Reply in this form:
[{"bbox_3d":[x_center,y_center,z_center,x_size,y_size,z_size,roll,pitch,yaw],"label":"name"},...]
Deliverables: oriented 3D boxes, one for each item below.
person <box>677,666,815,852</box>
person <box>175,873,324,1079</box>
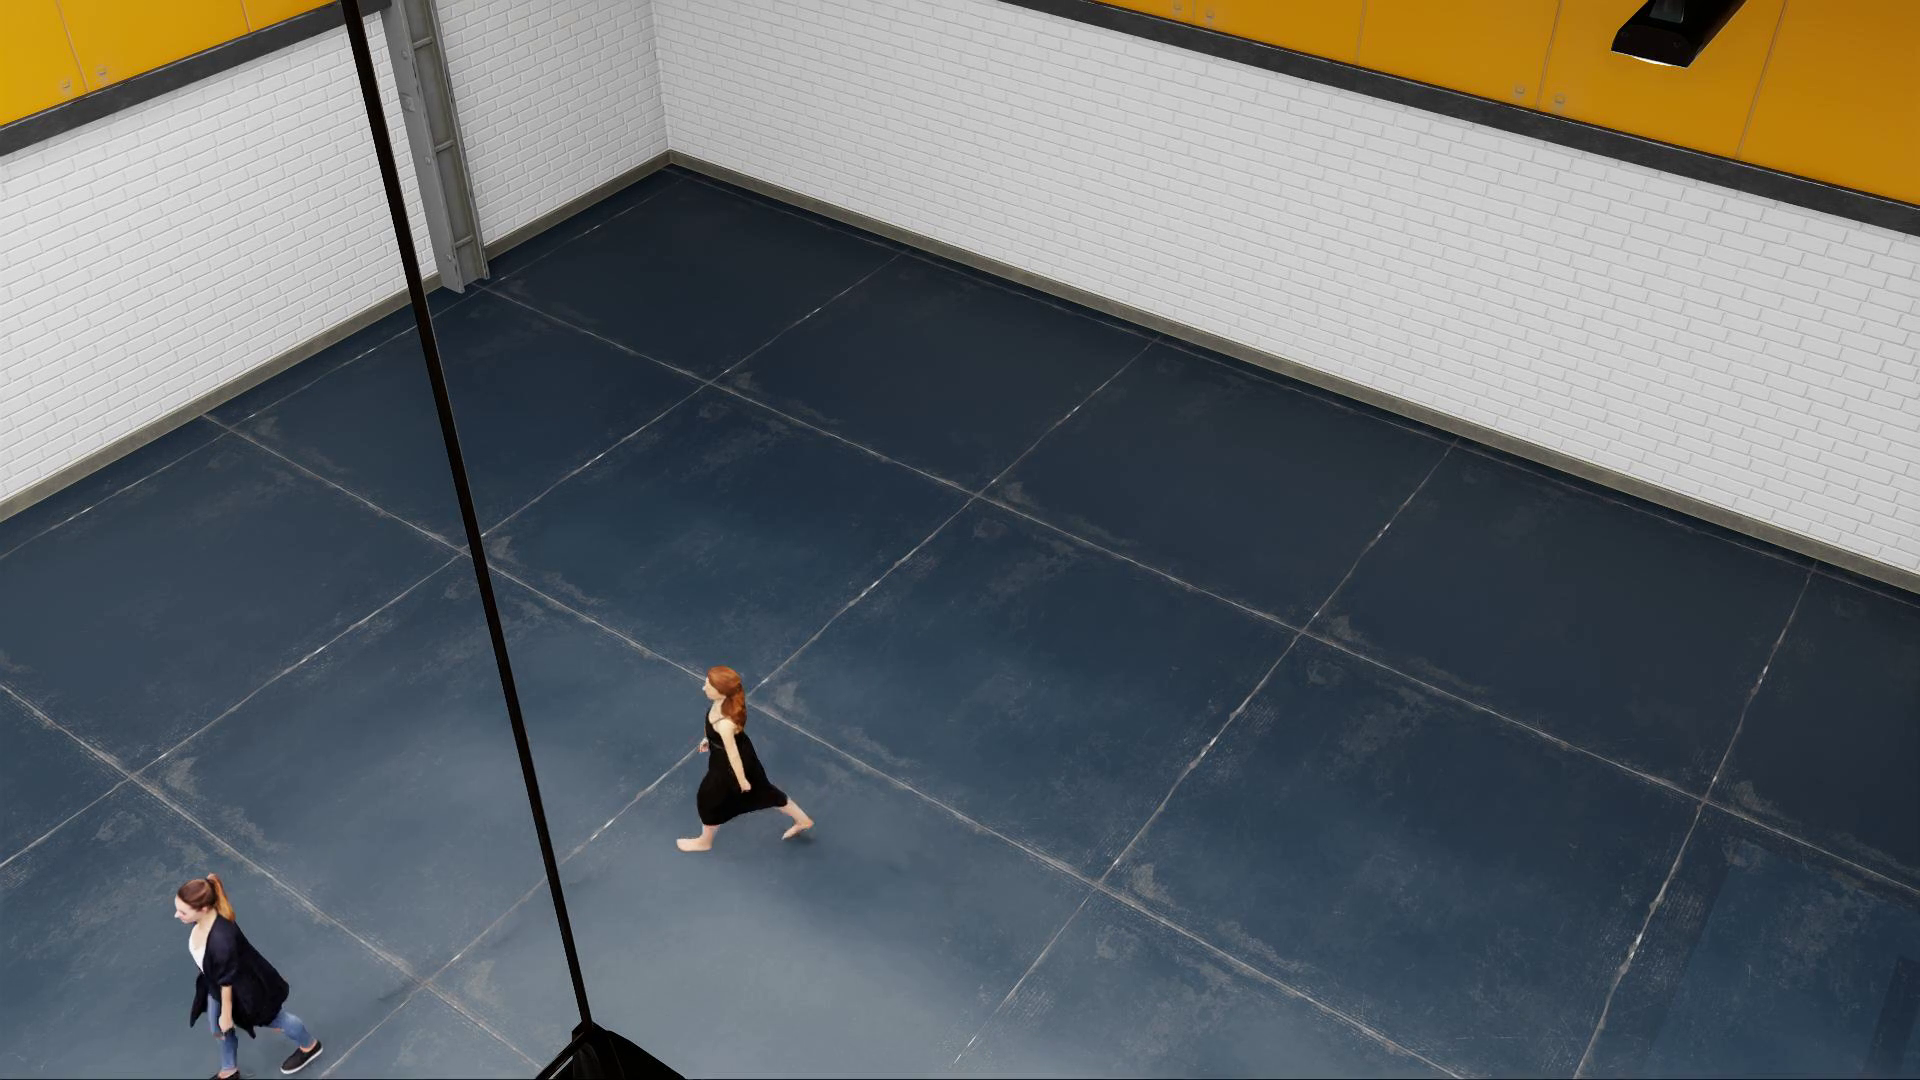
[{"bbox_3d":[-1.327,1.398,10.490,1.022,1.586,1.102,0,39,0],"label":"person"},{"bbox_3d":[-3.872,2.407,9.170,0.983,1.655,0.756,-28,47,-31],"label":"person"}]
